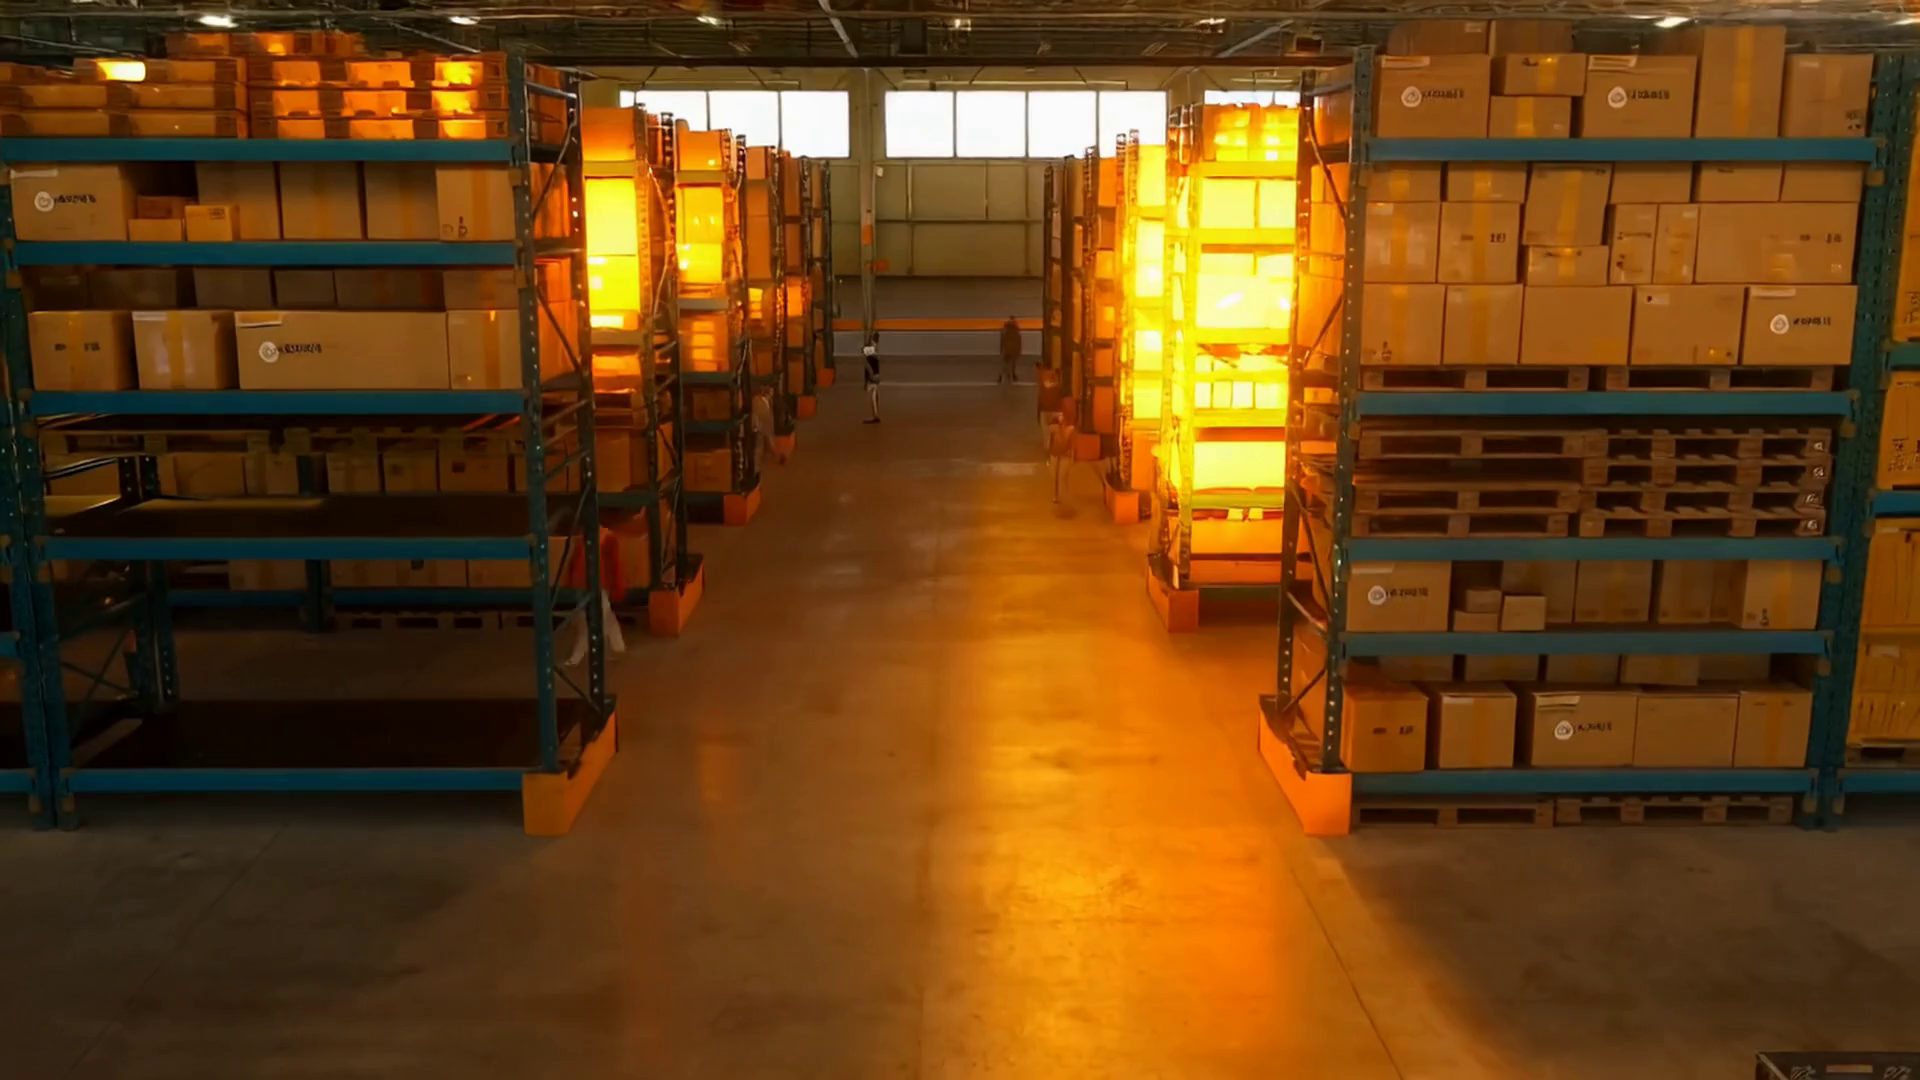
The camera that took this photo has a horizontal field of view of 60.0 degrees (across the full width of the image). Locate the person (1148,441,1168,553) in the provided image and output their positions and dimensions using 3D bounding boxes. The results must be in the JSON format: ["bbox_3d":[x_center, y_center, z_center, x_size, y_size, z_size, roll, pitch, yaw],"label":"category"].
[{"bbox_3d":[2.846,-0.613,23.843,0.284,1.633,0.498,-1,11,-4],"label":"person"}]

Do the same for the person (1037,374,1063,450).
[{"bbox_3d":[1.826,-2.591,33.758,0.512,1.589,0.841,0,11,0],"label":"person"}]

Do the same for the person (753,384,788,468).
[{"bbox_3d":[-3.652,-2.161,31.580,0.795,1.604,0.533,1,11,3],"label":"person"}]

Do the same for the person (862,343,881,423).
[{"bbox_3d":[-2.024,-3.587,38.052,0.390,1.847,0.563,5,12,22],"label":"person"}]

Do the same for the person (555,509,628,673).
[{"bbox_3d":[-3.987,0.510,17.883,0.970,1.787,0.654,-11,16,-43],"label":"person"}]

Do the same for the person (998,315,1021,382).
[{"bbox_3d":[1.389,-5.396,46.905,0.668,1.892,0.476,5,12,22],"label":"person"}]

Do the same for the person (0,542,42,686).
[{"bbox_3d":[-9.819,0.566,17.324,0.401,1.904,0.651,-9,15,-39],"label":"person"}]

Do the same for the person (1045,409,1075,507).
[{"bbox_3d":[1.662,-1.351,27.533,0.542,1.612,0.631,-2,12,-10],"label":"person"}]

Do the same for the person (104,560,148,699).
[{"bbox_3d":[-8.297,0.836,16.501,0.318,1.695,0.539,-11,16,-43],"label":"person"}]
